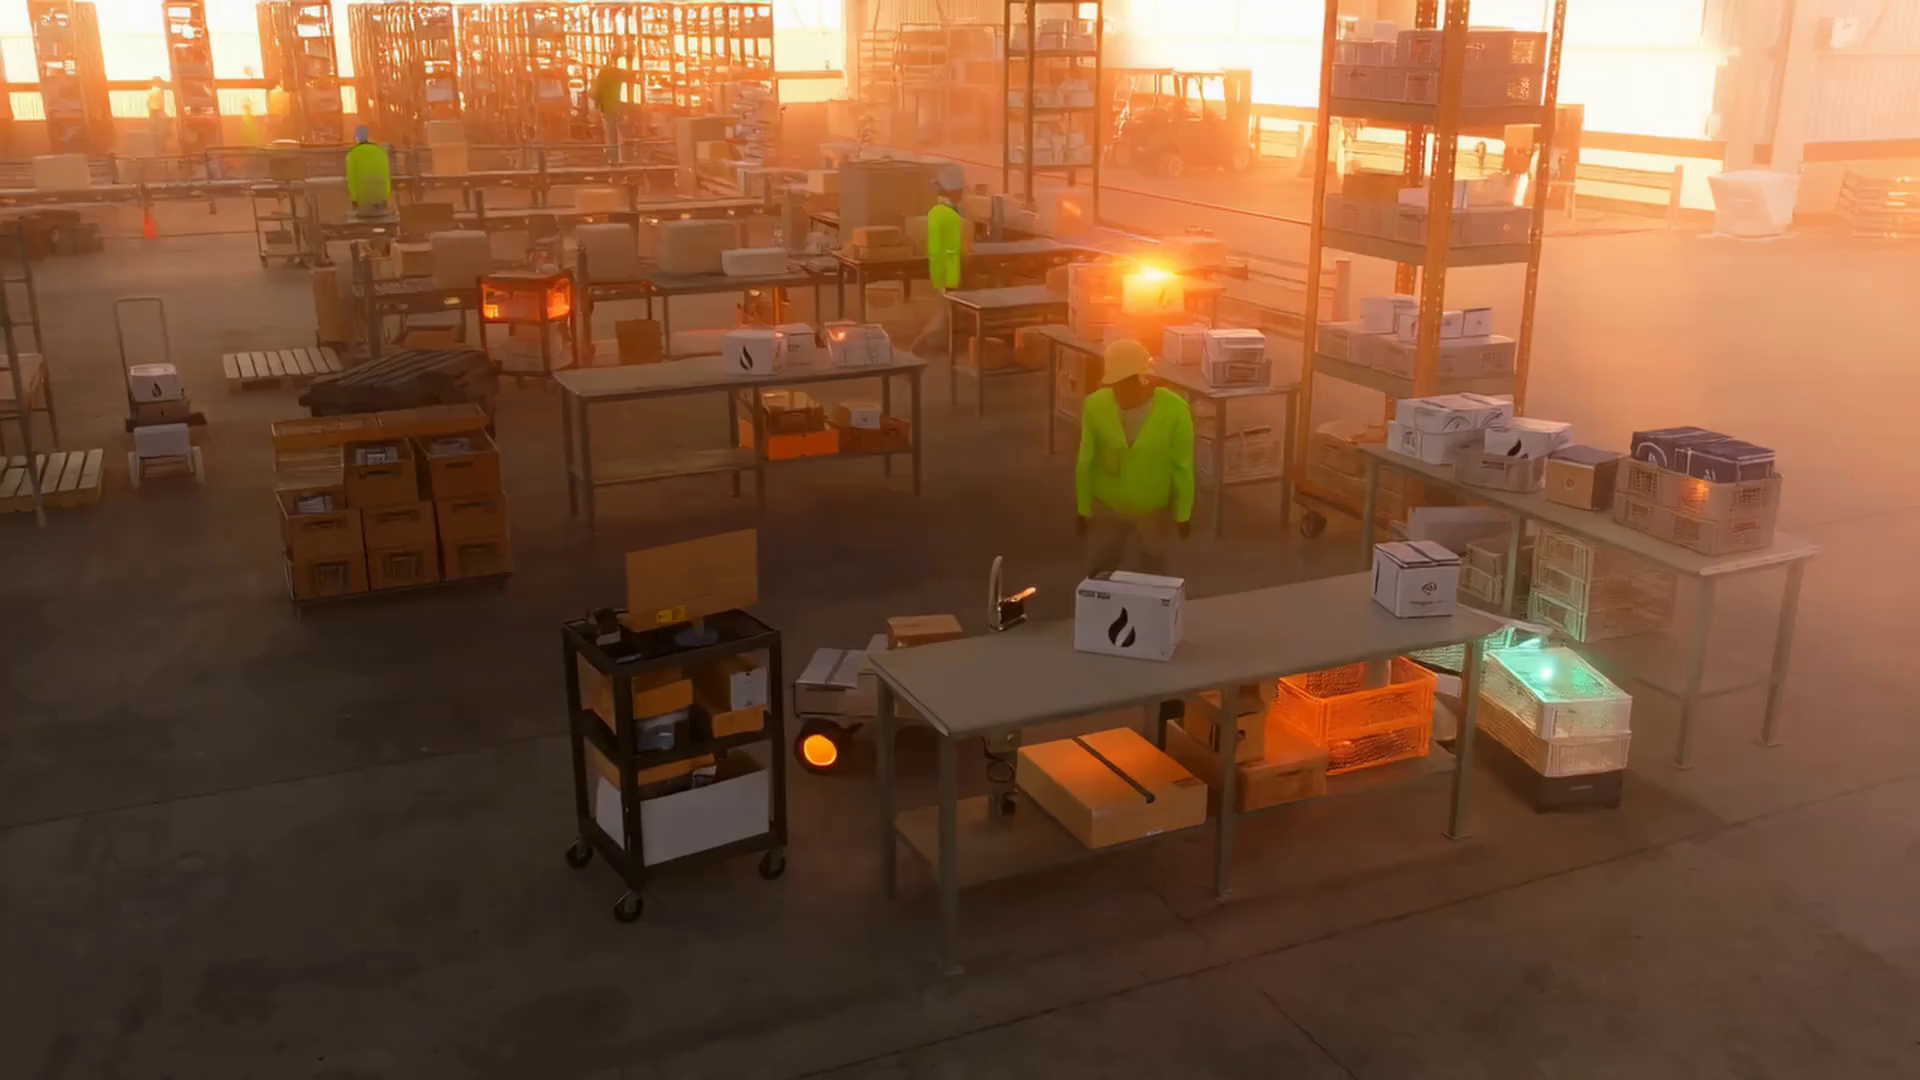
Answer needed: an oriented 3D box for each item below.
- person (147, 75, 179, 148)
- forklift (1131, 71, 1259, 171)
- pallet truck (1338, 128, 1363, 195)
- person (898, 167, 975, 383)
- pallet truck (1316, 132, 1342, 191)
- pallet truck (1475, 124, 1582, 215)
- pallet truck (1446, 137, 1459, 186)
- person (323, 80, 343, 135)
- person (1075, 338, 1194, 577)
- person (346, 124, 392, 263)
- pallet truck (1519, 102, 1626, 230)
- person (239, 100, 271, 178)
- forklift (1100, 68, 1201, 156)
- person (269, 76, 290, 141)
[{"bbox_3d":[-20.580,-11.007,42.754,0.782,1.800,0.648,3,18,8],"label":"person"},{"bbox_3d":[4.998,-8.936,35.413,2.680,1.987,1.157,-9,20,-25],"label":"forklift"},{"bbox_3d":[7.845,-7.140,31.411,1.522,1.261,0.704,-9,20,-25],"label":"pallet truck"},{"bbox_3d":[-0.188,-2.433,15.422,0.950,2.015,0.616,-8,19,-23],"label":"person"},{"bbox_3d":[7.723,-7.504,32.656,1.601,1.201,0.680,-8,19,-23],"label":"pallet truck"},{"bbox_3d":[9.707,-6.455,28.103,1.885,1.965,0.823,-7,19,-20],"label":"pallet truck"},{"bbox_3d":[9.184,-6.485,29.328,1.630,1.274,0.653,-8,19,-23],"label":"pallet truck"},{"bbox_3d":[-17.711,-12.370,46.776,0.426,1.982,0.627,-14,22,-37],"label":"person"},{"bbox_3d":[0.902,-0.173,8.649,0.625,1.800,0.459,4,18,12],"label":"person"},{"bbox_3d":[-8.148,-4.746,22.894,0.400,1.898,0.636,10,20,28],"label":"person"},{"bbox_3d":[9.972,-6.037,26.785,1.885,1.965,0.823,-9,20,-25],"label":"pallet truck"},{"bbox_3d":[-13.866,-7.761,32.668,0.893,1.720,0.535,-6,19,-18],"label":"person"},{"bbox_3d":[4.082,-9.564,37.410,2.680,1.987,1.157,-8,19,-23],"label":"forklift"},{"bbox_3d":[-17.312,-10.909,42.435,0.711,1.804,0.607,-1,18,-4],"label":"person"}]
